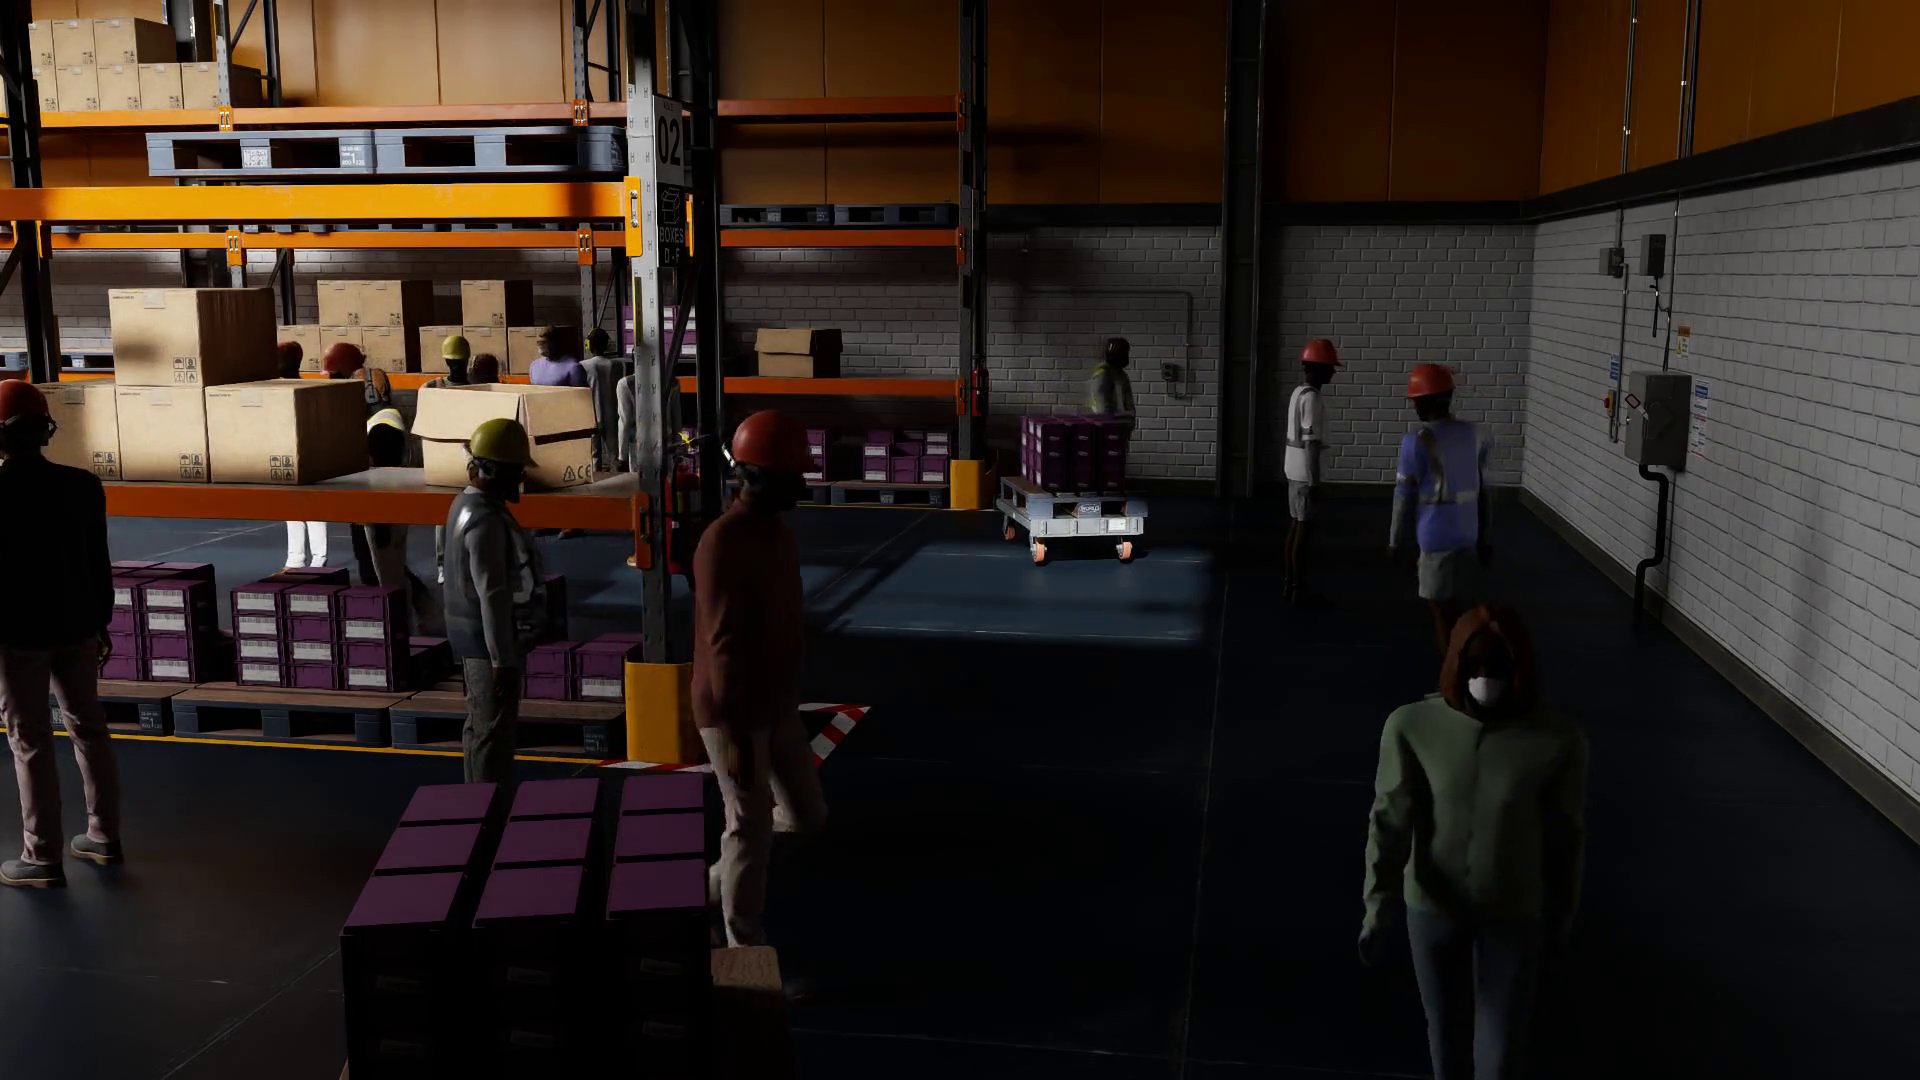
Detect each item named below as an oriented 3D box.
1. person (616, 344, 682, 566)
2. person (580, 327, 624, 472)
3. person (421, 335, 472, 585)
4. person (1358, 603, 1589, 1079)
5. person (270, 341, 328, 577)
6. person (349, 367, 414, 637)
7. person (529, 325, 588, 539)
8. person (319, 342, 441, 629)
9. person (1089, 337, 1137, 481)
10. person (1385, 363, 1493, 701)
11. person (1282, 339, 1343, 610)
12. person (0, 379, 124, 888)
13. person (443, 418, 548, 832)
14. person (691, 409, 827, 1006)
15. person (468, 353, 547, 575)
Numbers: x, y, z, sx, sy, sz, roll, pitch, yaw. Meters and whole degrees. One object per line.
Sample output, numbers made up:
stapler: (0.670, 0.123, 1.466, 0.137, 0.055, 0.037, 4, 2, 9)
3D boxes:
person: (-2.538, -0.716, 13.610, 0.583, 1.882, 0.338, -7, 12, -39)
person: (-3.544, -1.153, 16.371, 0.536, 1.869, 0.314, -6, 11, -33)
person: (-3.866, -0.624, 12.908, 0.589, 1.927, 0.388, -5, 10, -29)
person: (1.247, 0.961, 4.083, 0.503, 1.599, 0.800, 4, 10, 24)
person: (-5.108, -0.588, 12.824, 0.575, 1.882, 0.359, 6, 11, 32)
person: (-3.540, -0.134, 10.163, 0.429, 1.837, 0.621, -4, 10, -22)
person: (-3.646, -0.978, 15.069, 0.635, 1.936, 0.353, 5, 10, 28)
person: (-3.884, -0.348, 11.139, 0.769, 1.958, 0.644, 1, 9, 3)
person: (1.346, -0.976, 15.437, 0.592, 1.820, 0.674, 4, 10, 22)
person: (2.654, -0.018, 9.202, 0.559, 1.907, 0.503, -5, 11, -30)
person: (2.525, -0.474, 11.957, 0.376, 1.934, 0.547, 0, 9, 2)
person: (-3.636, 0.365, 6.561, 0.397, 1.992, 0.623, 4, 10, 25)
person: (-1.888, 0.414, 6.797, 0.403, 1.820, 0.594, -4, 10, -22)
person: (-0.687, 0.554, 5.454, 0.514, 1.971, 0.612, 3, 10, 20)
person: (-3.260, -0.404, 11.833, 1.024, 1.850, 0.676, 3, 10, 21)
